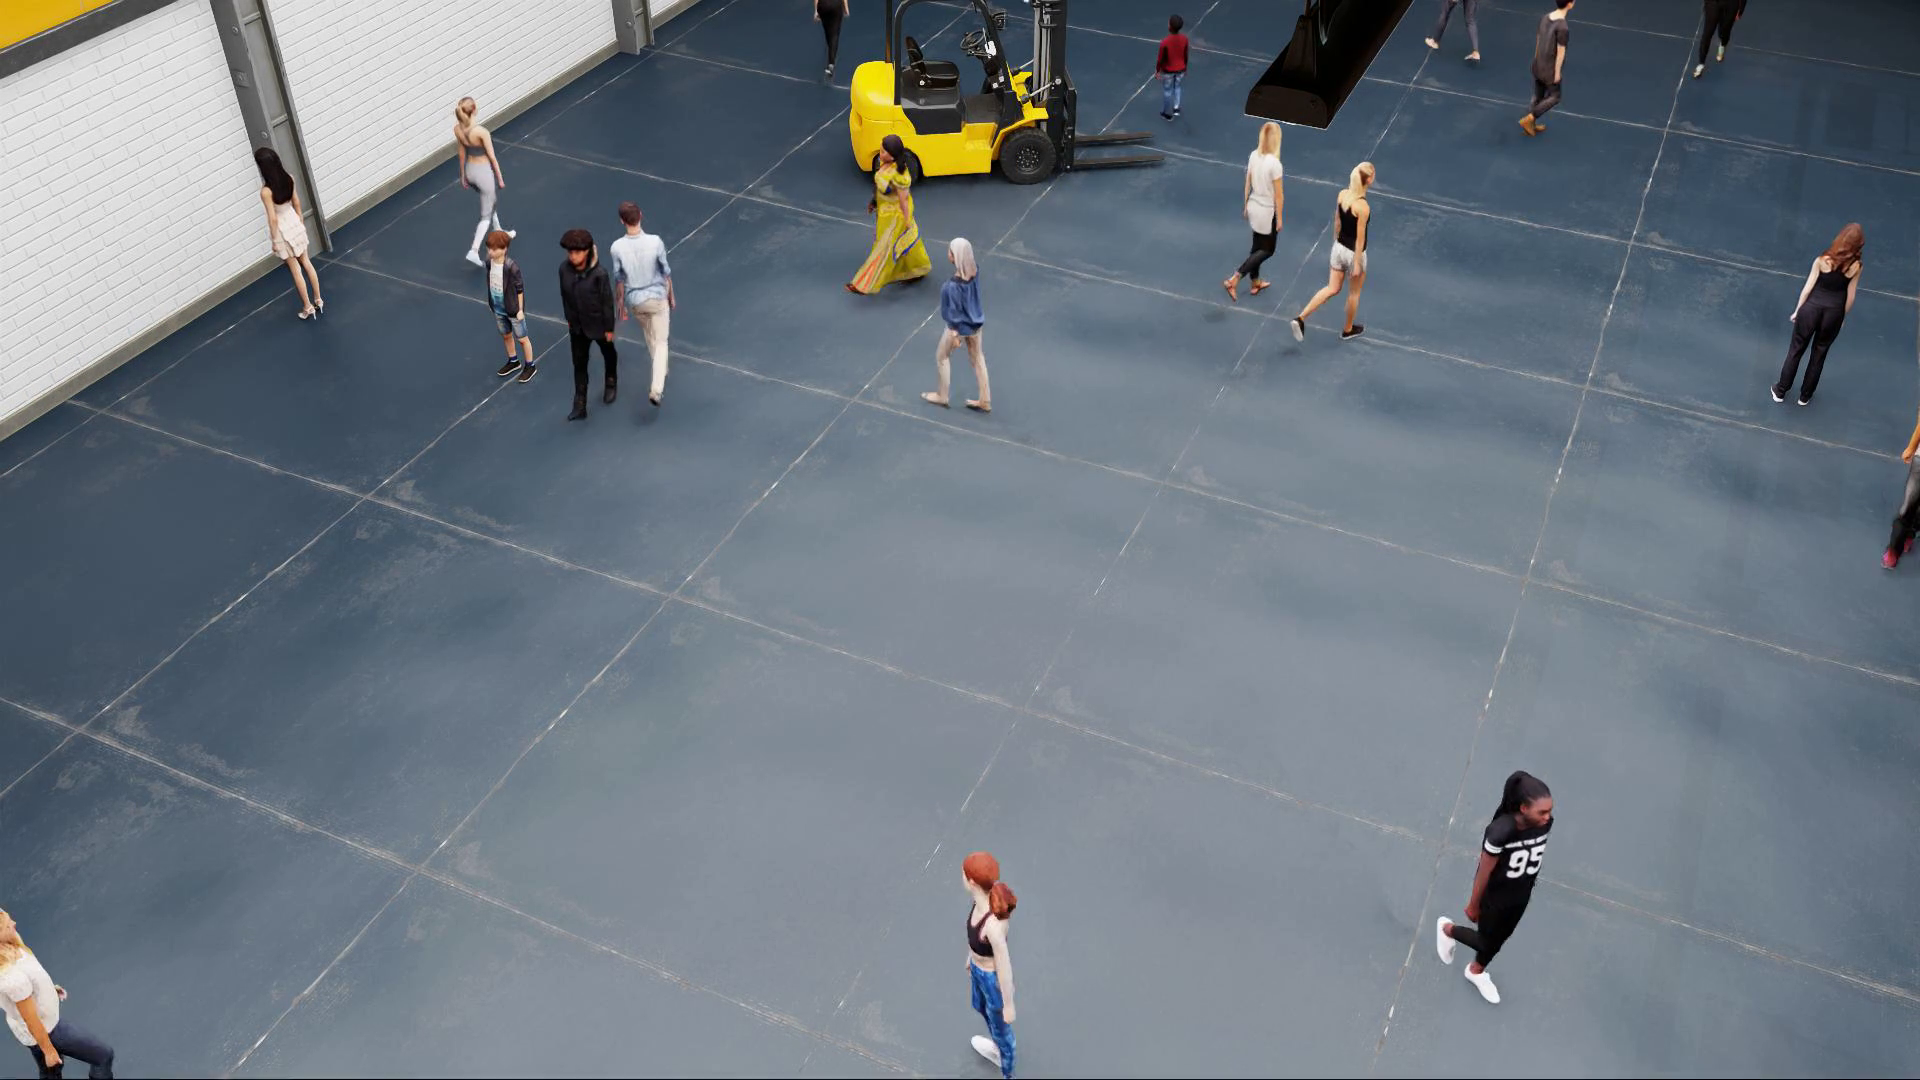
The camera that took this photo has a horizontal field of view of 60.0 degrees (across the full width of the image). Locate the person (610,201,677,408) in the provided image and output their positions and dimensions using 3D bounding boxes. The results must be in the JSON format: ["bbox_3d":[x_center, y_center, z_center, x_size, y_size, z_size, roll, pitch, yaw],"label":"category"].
[{"bbox_3d":[-2.720,-2.015,14.480,1.010,1.801,1.266,2,39,2],"label":"person"}]

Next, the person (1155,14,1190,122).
[{"bbox_3d":[2.485,-5.428,19.197,0.591,1.248,0.649,-12,40,-15],"label":"person"}]

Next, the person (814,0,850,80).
[{"bbox_3d":[-1.581,-6.391,20.111,0.820,1.613,1.139,3,39,4],"label":"person"}]

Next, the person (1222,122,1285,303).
[{"bbox_3d":[2.809,-3.061,15.785,1.042,1.808,0.898,-23,44,-26],"label":"person"}]

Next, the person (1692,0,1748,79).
[{"bbox_3d":[9.280,-6.534,20.148,0.710,1.790,0.956,23,44,26],"label":"person"}]

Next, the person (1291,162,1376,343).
[{"bbox_3d":[3.473,-2.584,15.178,1.144,1.820,1.012,-17,42,-20],"label":"person"}]

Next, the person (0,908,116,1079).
[{"bbox_3d":[-4.909,2.595,8.713,0.696,1.796,0.761,30,47,32],"label":"person"}]

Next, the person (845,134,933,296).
[{"bbox_3d":[-0.547,-3.154,16.063,1.305,1.617,1.266,-11,40,-13],"label":"person"}]

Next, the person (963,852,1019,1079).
[{"bbox_3d":[0.212,2.425,8.959,0.838,1.764,0.718,-17,42,-20],"label":"person"}]

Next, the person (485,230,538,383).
[{"bbox_3d":[-4.046,-2.106,14.879,0.534,1.445,0.518,18,42,21],"label":"person"}]

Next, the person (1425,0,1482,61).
[{"bbox_3d":[6.279,-6.757,20.476,1.118,1.729,1.152,-15,41,-18],"label":"person"}]

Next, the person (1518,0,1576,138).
[{"bbox_3d":[6.566,-5.347,18.733,0.859,1.701,0.797,-10,40,-12],"label":"person"}]

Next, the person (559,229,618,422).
[{"bbox_3d":[-3.181,-1.945,14.442,0.870,1.740,1.135,4,39,5],"label":"person"}]

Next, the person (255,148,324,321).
[{"bbox_3d":[-6.285,-2.867,15.596,0.628,1.739,0.458,15,41,18],"label":"person"}]

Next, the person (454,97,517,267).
[{"bbox_3d":[-4.795,-3.529,16.481,0.584,1.671,1.089,16,41,19],"label":"person"}]

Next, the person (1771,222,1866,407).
[{"bbox_3d":[7.487,-1.963,14.459,0.588,1.746,0.533,13,41,16],"label":"person"}]

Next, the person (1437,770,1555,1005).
[{"bbox_3d":[3.058,1.958,9.571,0.834,1.720,0.887,-16,41,-19],"label":"person"}]

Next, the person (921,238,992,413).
[{"bbox_3d":[0.113,-1.807,14.331,0.748,1.673,0.832,24,44,27],"label":"person"}]

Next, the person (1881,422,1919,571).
[{"bbox_3d":[7.561,-0.657,12.798,0.658,1.788,0.834,16,41,19],"label":"person"}]
